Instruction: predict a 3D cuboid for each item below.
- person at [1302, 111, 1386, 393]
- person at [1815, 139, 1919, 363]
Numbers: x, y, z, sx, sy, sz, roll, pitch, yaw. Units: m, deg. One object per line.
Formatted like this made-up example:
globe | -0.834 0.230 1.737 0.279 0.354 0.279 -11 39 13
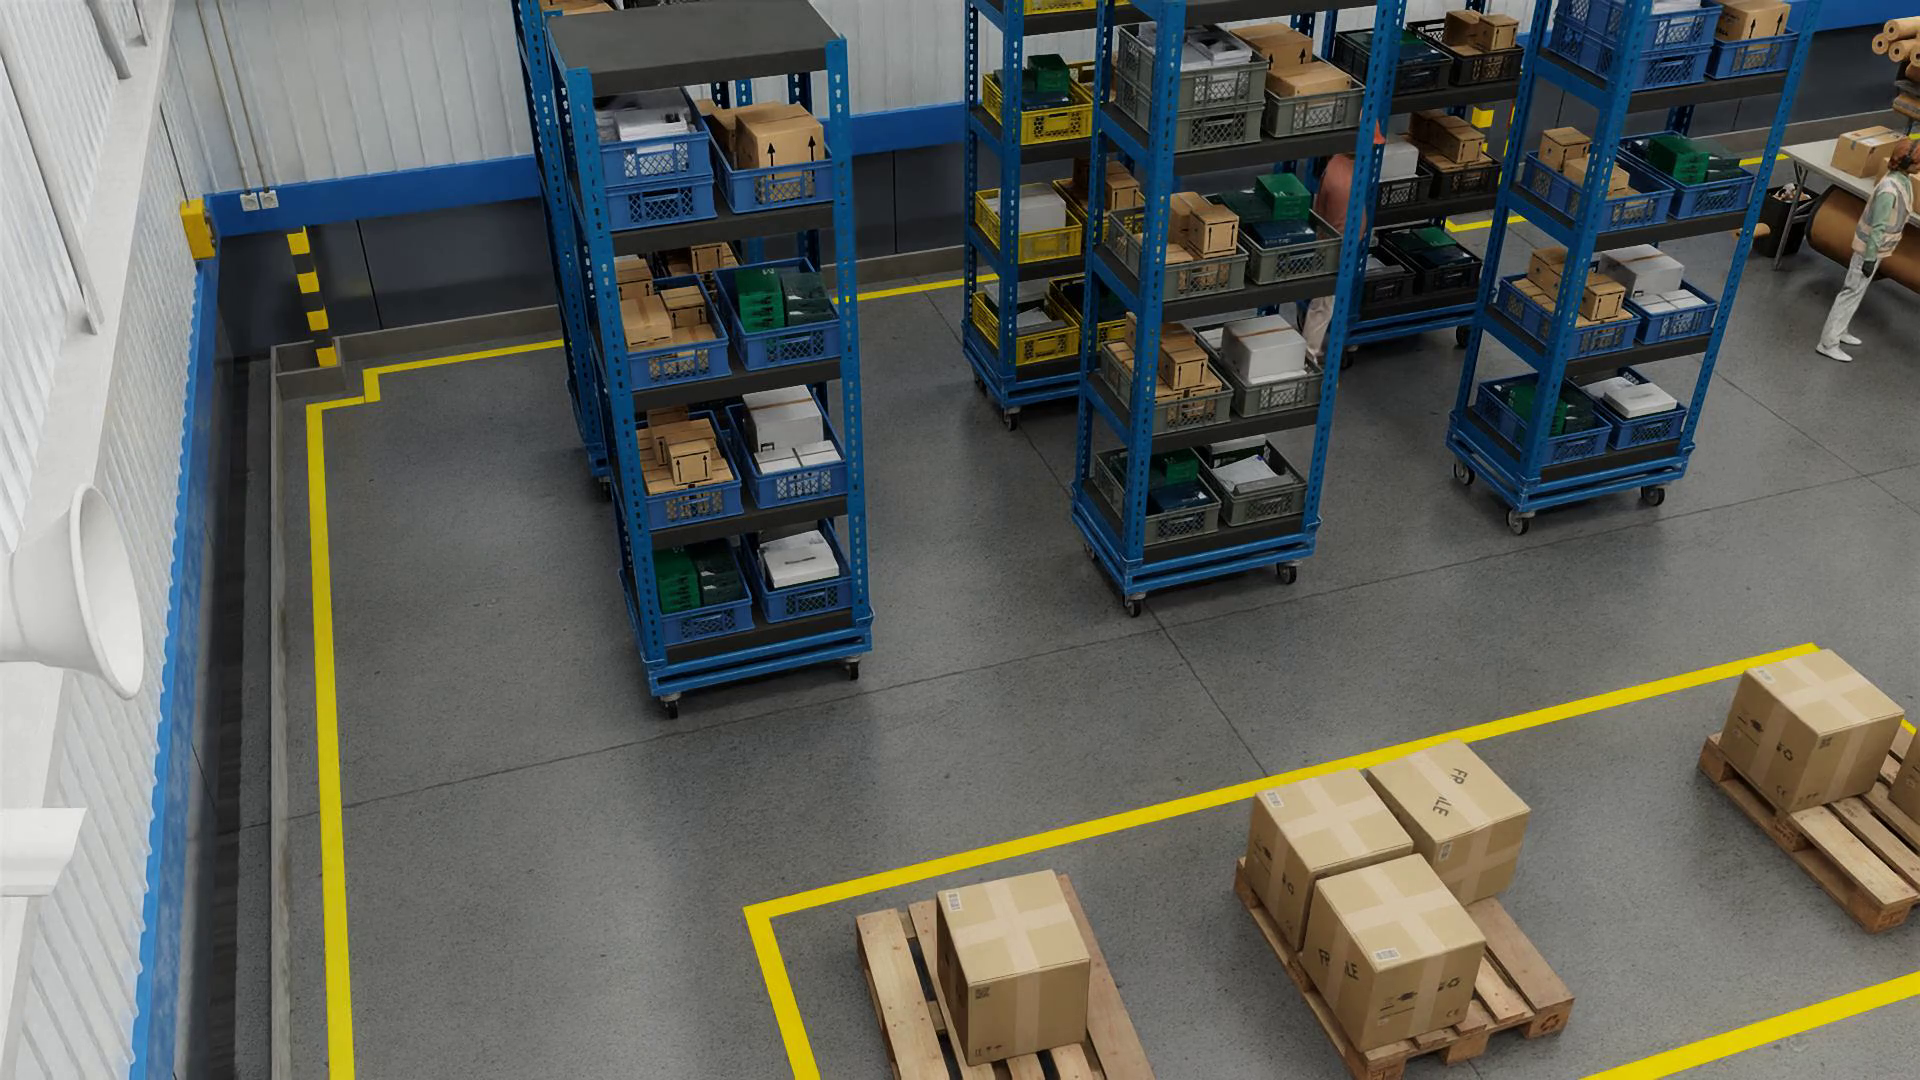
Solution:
person | 2.580 -1.960 11.334 0.401 1.986 0.614 9 36 13
person | 6.465 -2.053 11.769 0.312 1.632 0.513 23 41 29
